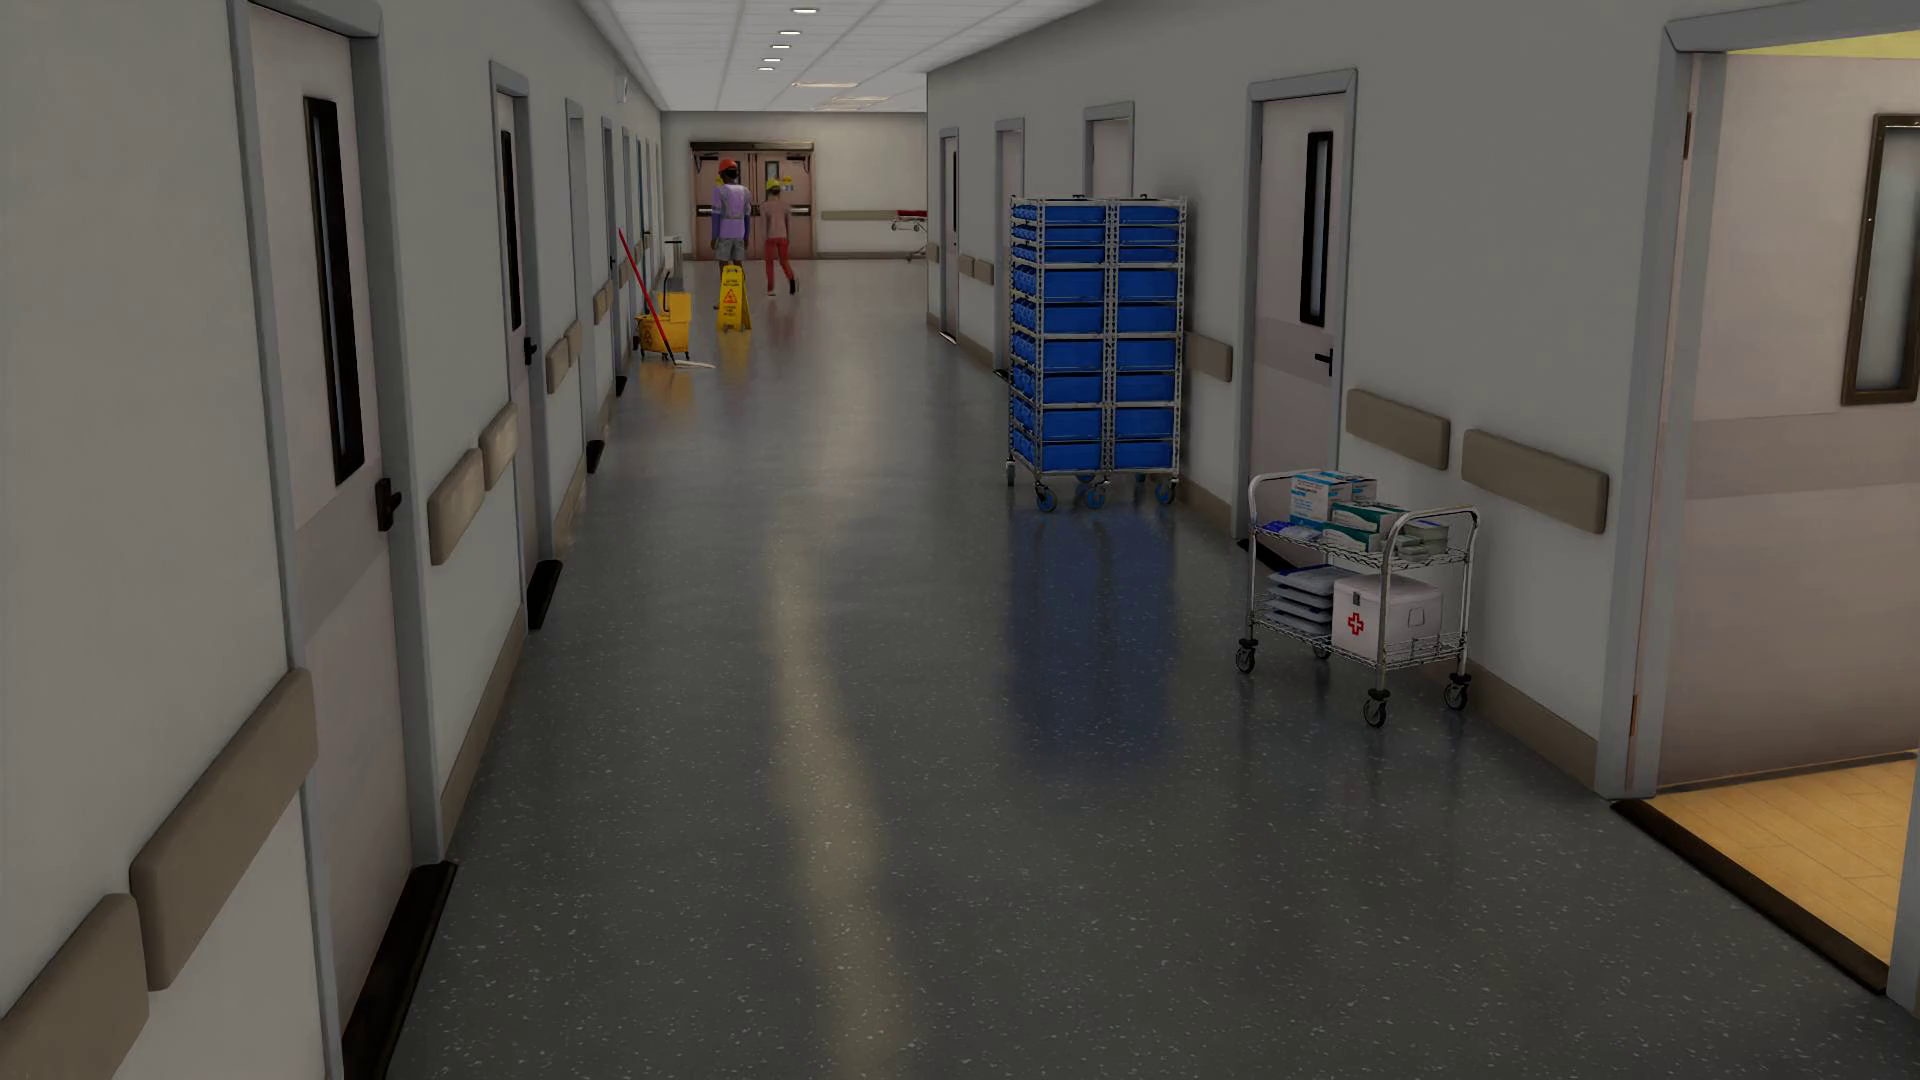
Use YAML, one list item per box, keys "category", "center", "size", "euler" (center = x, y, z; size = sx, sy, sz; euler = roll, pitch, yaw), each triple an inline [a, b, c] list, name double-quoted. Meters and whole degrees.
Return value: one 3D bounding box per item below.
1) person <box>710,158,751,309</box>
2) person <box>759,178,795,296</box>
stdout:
- category: "person"
  center: [-3.129, -4.151, 22.610]
  size: [0.620, 2.030, 0.404]
  euler: [-12, 17, -43]
- category: "person"
  center: [-2.730, -4.504, 24.792]
  size: [0.534, 1.749, 0.648]
  euler: [-7, 14, -28]
